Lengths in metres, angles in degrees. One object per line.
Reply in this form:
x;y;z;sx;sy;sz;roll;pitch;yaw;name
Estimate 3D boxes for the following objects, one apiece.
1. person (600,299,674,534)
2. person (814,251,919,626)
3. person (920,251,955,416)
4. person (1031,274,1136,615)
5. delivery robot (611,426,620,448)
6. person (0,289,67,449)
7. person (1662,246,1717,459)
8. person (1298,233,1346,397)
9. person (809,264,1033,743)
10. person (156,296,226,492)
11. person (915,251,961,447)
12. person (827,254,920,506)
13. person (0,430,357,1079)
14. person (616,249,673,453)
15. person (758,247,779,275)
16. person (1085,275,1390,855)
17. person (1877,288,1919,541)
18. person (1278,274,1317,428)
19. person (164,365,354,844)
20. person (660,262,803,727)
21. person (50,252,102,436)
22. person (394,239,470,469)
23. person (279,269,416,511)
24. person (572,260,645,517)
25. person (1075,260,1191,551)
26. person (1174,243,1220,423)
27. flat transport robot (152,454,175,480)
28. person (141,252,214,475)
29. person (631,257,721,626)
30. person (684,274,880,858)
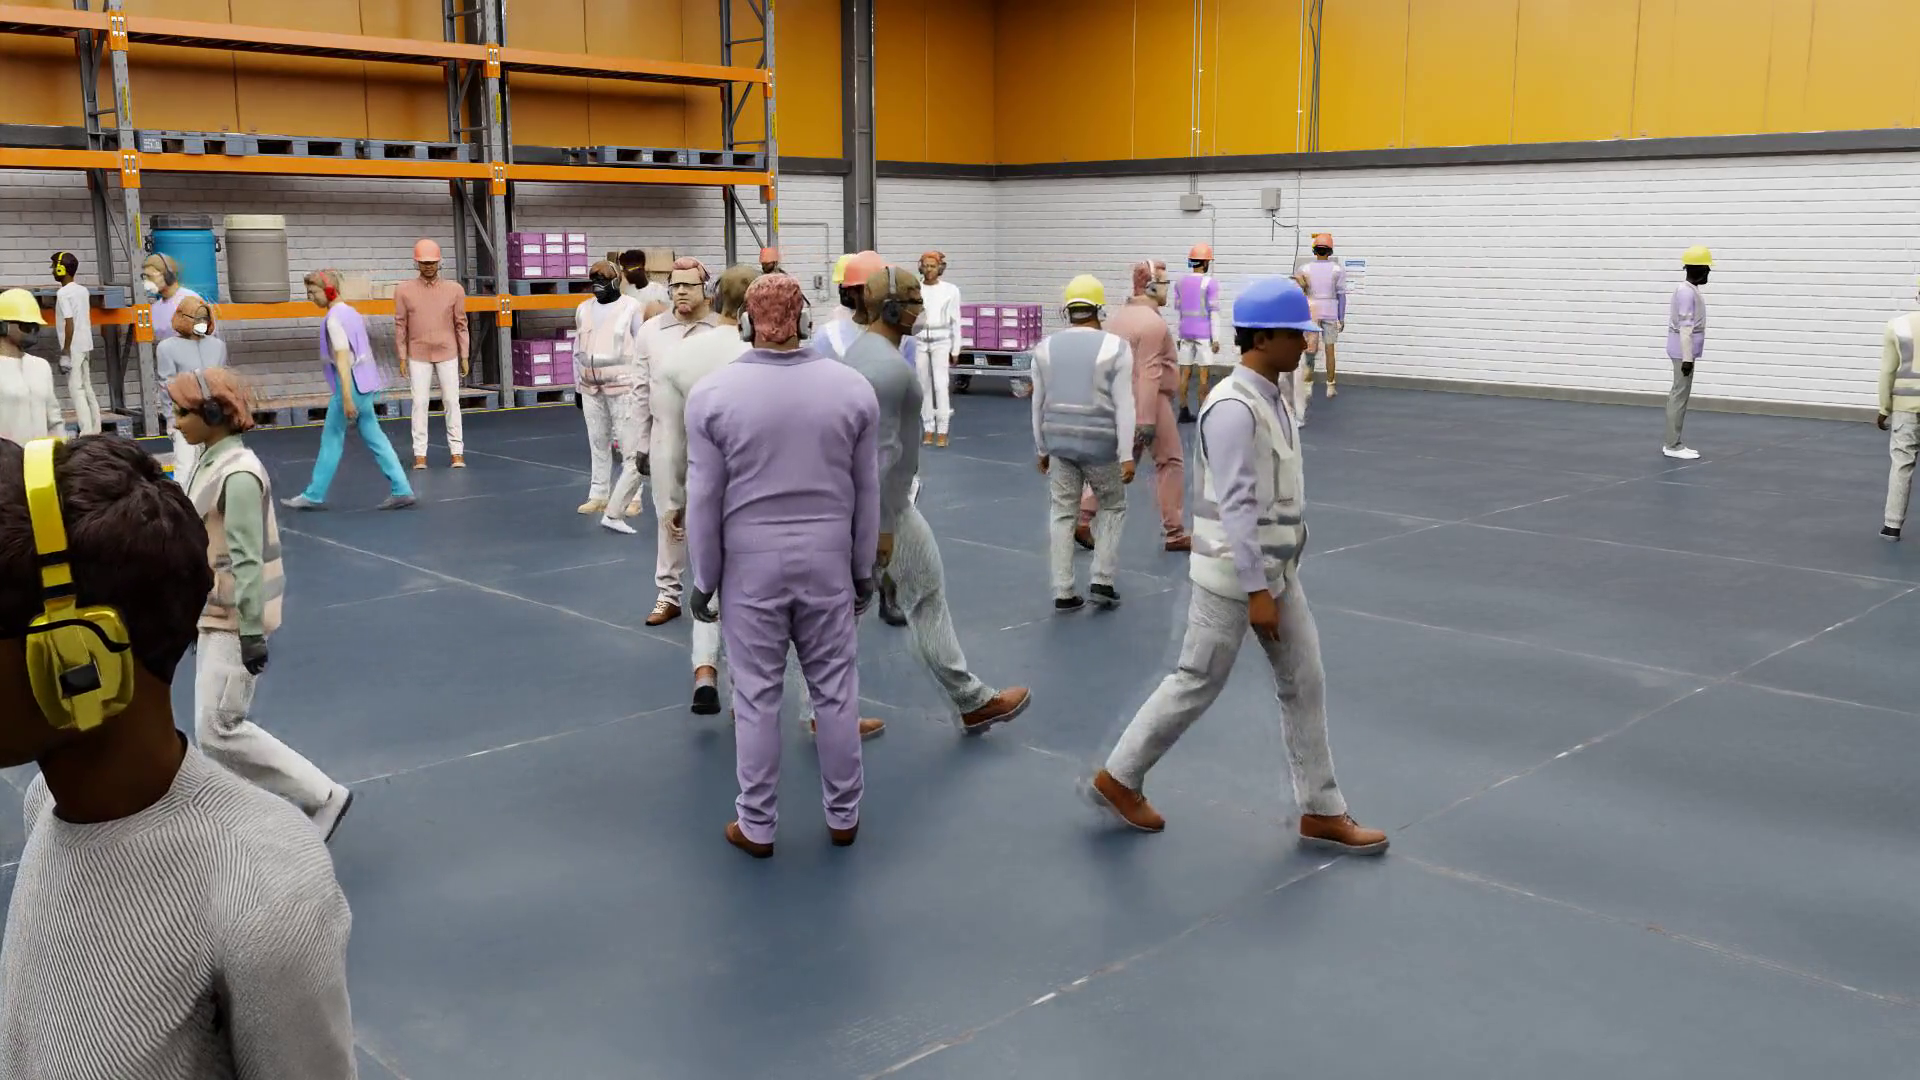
-2.072;-0.837;11.337;0.870;1.595;0.523;-3;11;-16;person
-0.475;-0.507;8.576;0.551;1.941;0.340;-3;11;-16;person
-0.302;-2.325;18.756;0.345;1.845;0.505;-7;12;-32;person
0.680;-0.507;8.932;0.631;1.808;0.561;6;12;28;person
-2.910;-1.048;15.058;0.477;0.478;0.707;5;12;27;delivery robot
-4.675;-0.362;8.297;0.336;1.761;0.540;2;11;12;person
6.638;-1.708;15.165;0.366;1.926;0.594;4;11;22;person
4.523;-2.808;20.848;0.605;2.045;0.377;2;11;13;person
-0.178;-0.128;6.621;0.957;1.896;0.656;-3;11;-16;person
-4.982;-0.777;10.890;0.283;1.633;0.498;6;12;30;person
-0.299;-1.825;15.960;0.573;1.859;0.715;2;11;9;person
-0.610;-1.005;11.408;0.598;1.907;0.656;9;14;40;person
-0.714;0.825;1.534;0.535;1.862;0.312;9;13;39;person
-2.802;-1.781;15.641;0.676;1.904;0.955;7;13;34;person
-2.337;-2.710;20.775;0.562;1.880;1.042;4;11;22;person
0.896;0.085;5.471;0.986;1.907;0.605;6;12;29;person
6.371;-0.884;10.957;0.596;1.839;0.404;5;11;24;person
3.511;-1.974;17.439;0.373;1.622;0.534;-8;13;-36;person
-2.285;0.260;5.257;0.460;1.628;0.514;-6;12;-30;person
-0.897;-0.168;6.809;0.629;1.919;0.474;1;10;6;person
-8.269;-1.742;15.513;0.313;1.869;0.538;-1;10;-6;person
-4.577;-1.604;14.445;0.619;1.985;0.406;-4;11;-19;person
-4.485;-1.076;12.137;0.968;1.782;0.579;-1;10;-5;person
-2.533;-1.089;12.024;0.633;1.843;0.429;4;11;21;person
1.117;-0.841;10.601;0.927;1.875;0.652;-2;11;-13;person
2.561;-2.207;17.858;0.552;1.937;0.356;9;14;41;person
-6.435;-0.545;13.347;0.652;0.197;1.431;5;12;25;flat transport robot
-5.315;-1.037;11.550;0.647;1.911;0.555;8;13;39;person
-1.388;-0.498;8.627;0.642;1.909;0.410;1;10;5;person
-0.580;0.090;5.445;0.642;1.900;0.399;-3;11;-18;person
